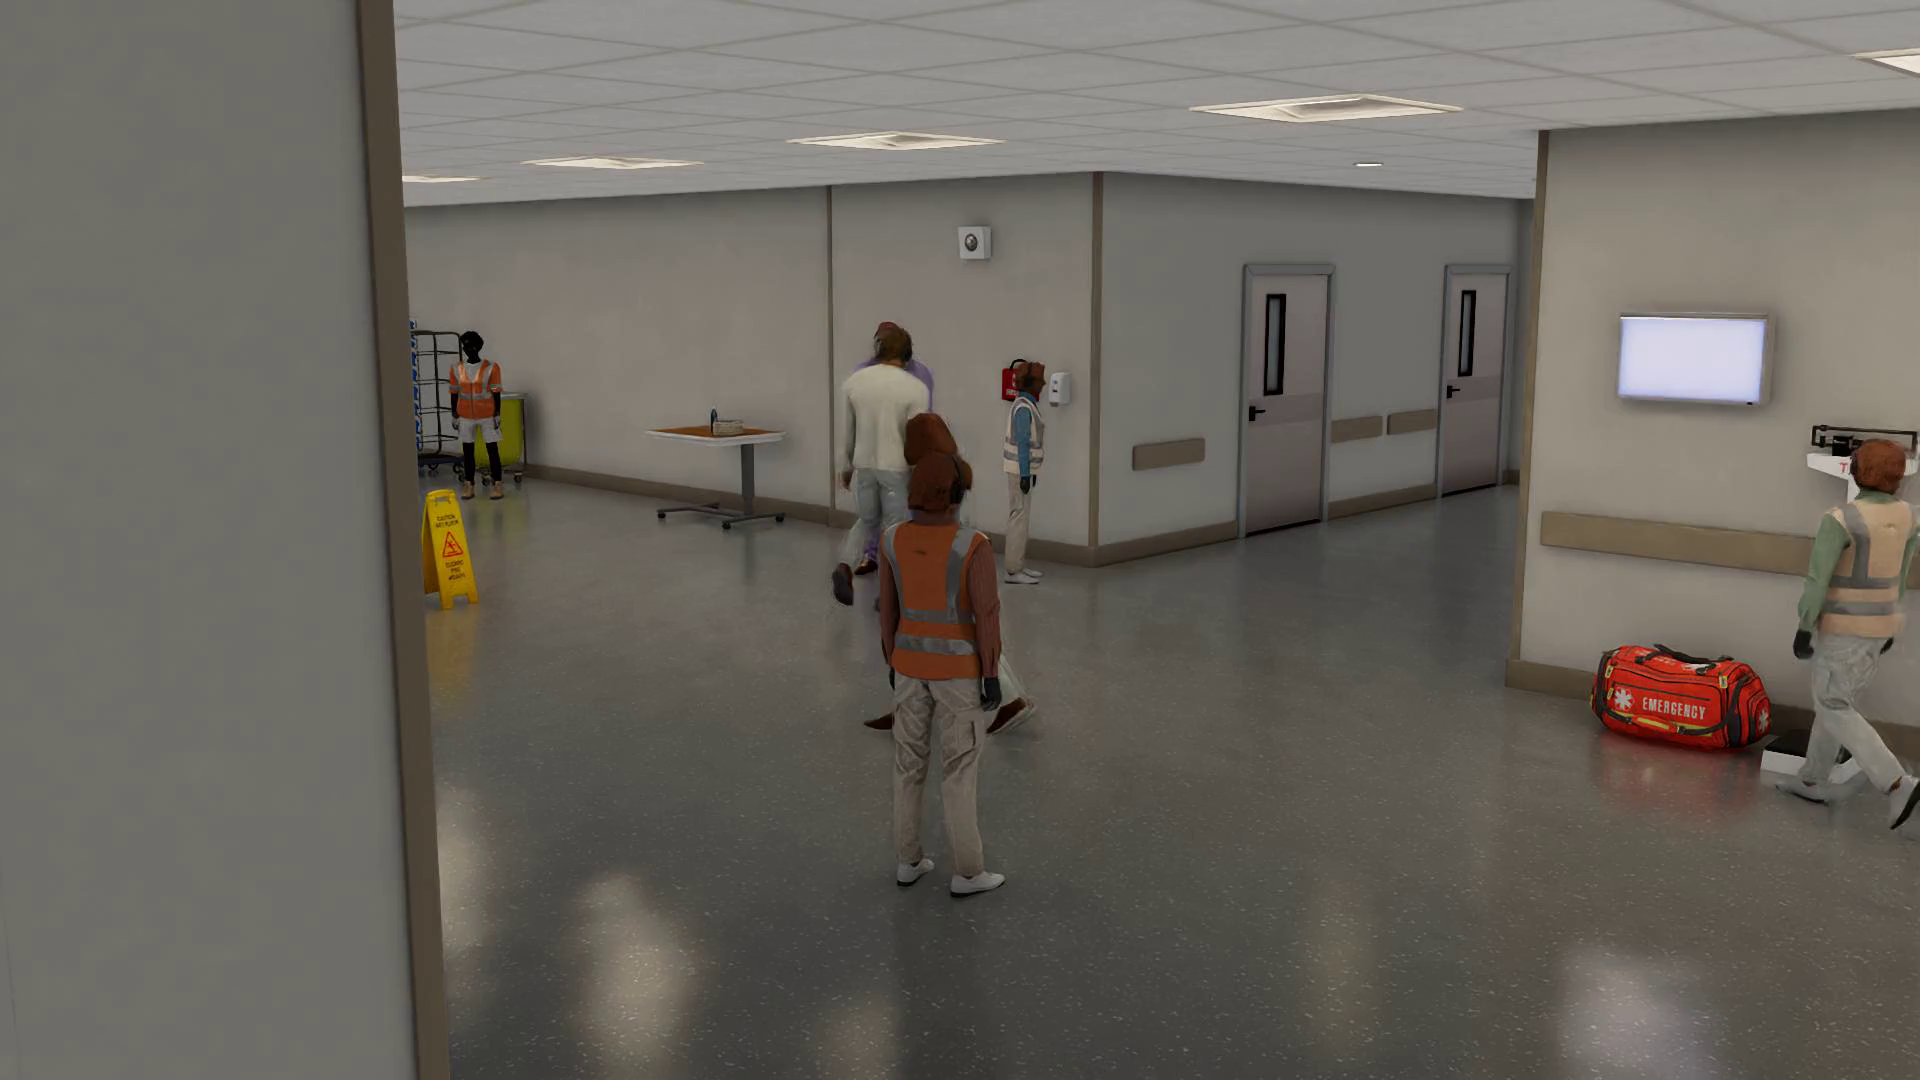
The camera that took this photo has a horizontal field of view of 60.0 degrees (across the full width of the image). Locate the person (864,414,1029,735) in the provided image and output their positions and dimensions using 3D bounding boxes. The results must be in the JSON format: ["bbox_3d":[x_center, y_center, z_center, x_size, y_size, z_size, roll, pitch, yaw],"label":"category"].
[{"bbox_3d":[-0.047,0.178,8.168,0.796,1.600,0.509,3,10,16],"label":"person"}]

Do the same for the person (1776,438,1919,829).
[{"bbox_3d":[3.756,0.377,6.918,0.531,1.603,0.725,-4,10,-24],"label":"person"}]

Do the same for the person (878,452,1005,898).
[{"bbox_3d":[-0.073,0.493,6.117,0.514,1.640,0.311,6,11,33],"label":"person"}]

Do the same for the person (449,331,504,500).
[{"bbox_3d":[-4.816,-1.236,16.575,0.536,1.690,0.322,0,9,0],"label":"person"}]

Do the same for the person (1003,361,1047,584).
[{"bbox_3d":[0.474,-0.492,12.191,0.319,1.628,0.508,1,9,4],"label":"person"}]

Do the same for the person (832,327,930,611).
[{"bbox_3d":[-0.536,-0.443,11.028,0.670,1.913,0.608,5,10,27],"label":"person"}]

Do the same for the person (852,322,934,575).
[{"bbox_3d":[-0.526,-0.678,12.482,0.642,1.909,0.399,1,9,9],"label":"person"}]
